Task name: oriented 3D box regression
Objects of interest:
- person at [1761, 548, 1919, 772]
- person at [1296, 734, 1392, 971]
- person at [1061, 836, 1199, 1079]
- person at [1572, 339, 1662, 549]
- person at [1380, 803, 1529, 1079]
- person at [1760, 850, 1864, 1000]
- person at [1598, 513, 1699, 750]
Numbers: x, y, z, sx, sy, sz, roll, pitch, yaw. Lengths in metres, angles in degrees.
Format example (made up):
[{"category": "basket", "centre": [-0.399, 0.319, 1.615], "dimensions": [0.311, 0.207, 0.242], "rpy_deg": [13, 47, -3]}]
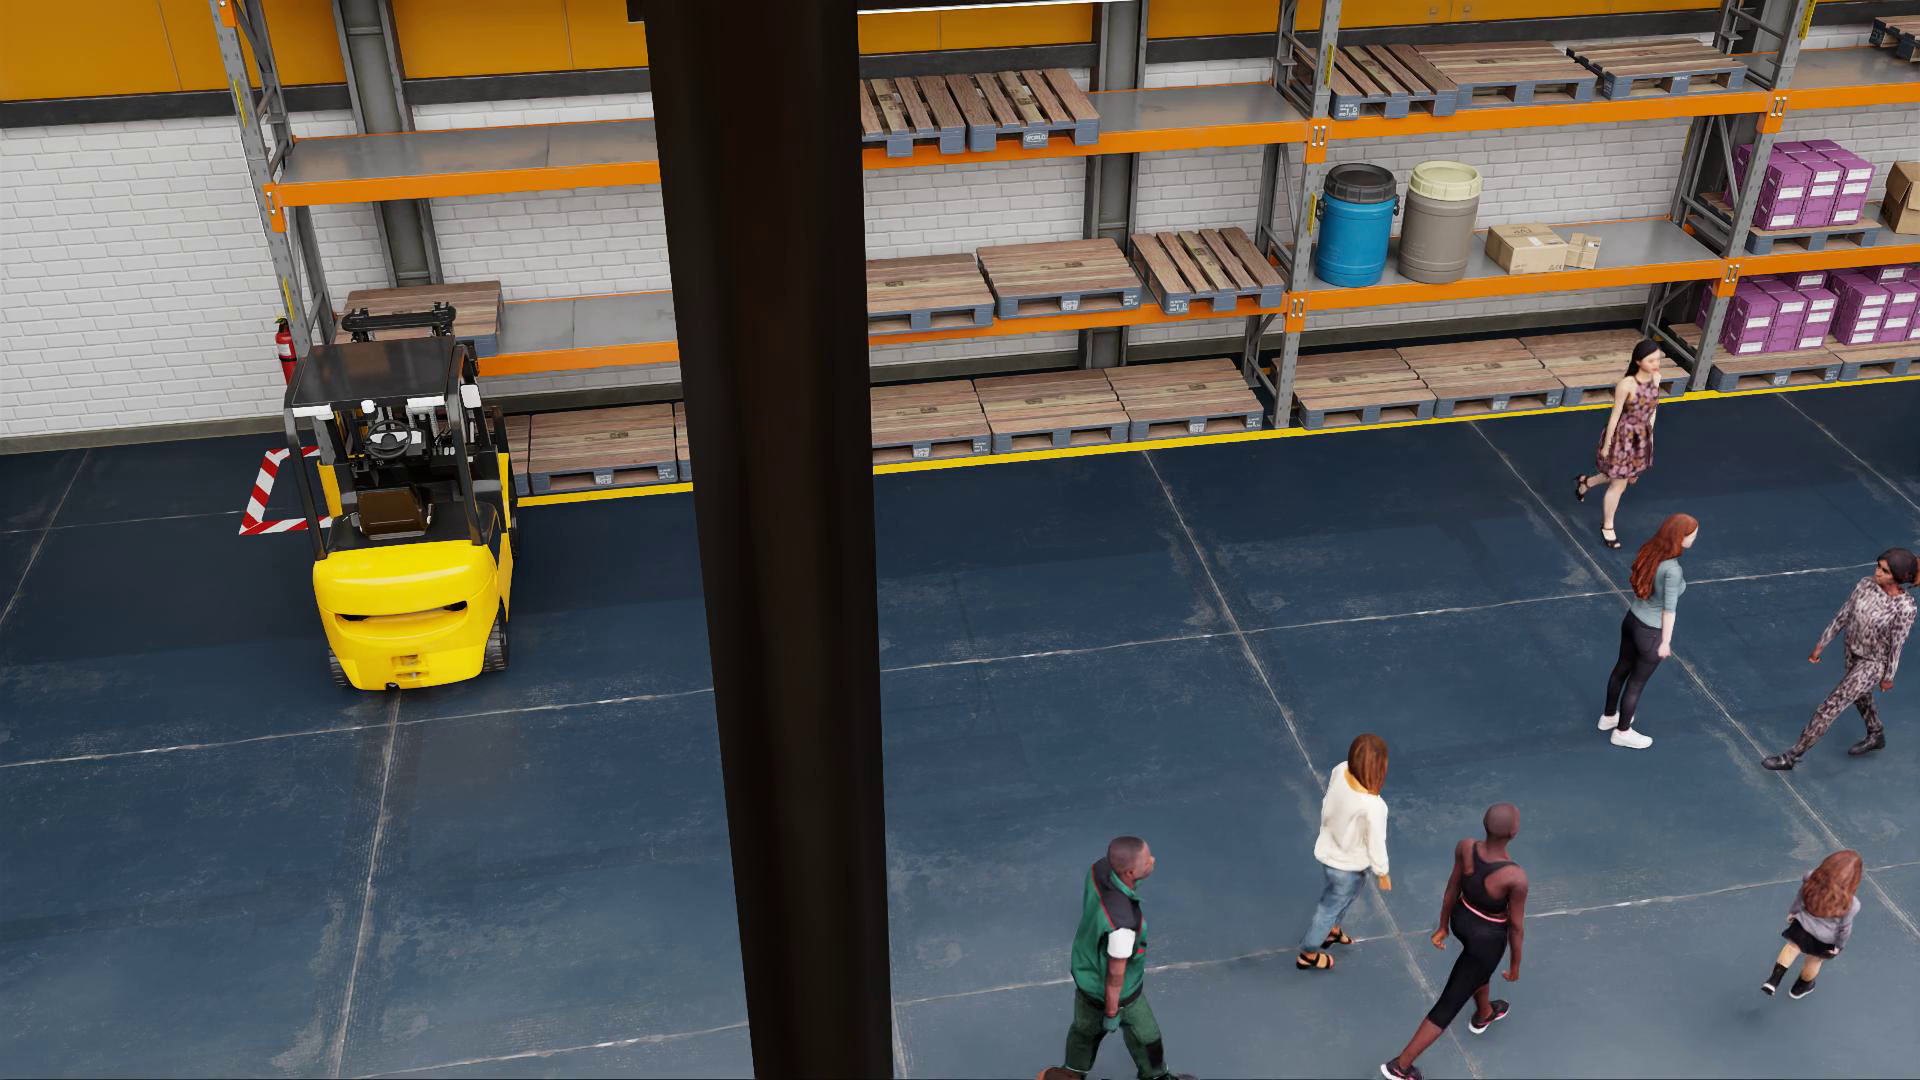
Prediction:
[{"category": "person", "centre": [5.797, 0.779, 10.547], "dimensions": [1.166, 1.661, 0.604], "rpy_deg": [-6, 34, -9]}, {"category": "person", "centre": [2.018, 1.738, 9.096], "dimensions": [0.612, 1.670, 0.629], "rpy_deg": [-4, 34, -6]}, {"category": "person", "centre": [0.663, 2.191, 8.284], "dimensions": [0.943, 1.815, 0.697], "rpy_deg": [-6, 34, -8]}, {"category": "person", "centre": [5.061, -0.770, 12.790], "dimensions": [0.895, 1.758, 0.855], "rpy_deg": [-16, 37, -23]}, {"category": "person", "centre": [2.563, 2.095, 8.516], "dimensions": [1.298, 1.718, 0.962], "rpy_deg": [-19, 38, -26]}, {"category": "person", "centre": [4.636, 2.112, 9.050], "dimensions": [0.717, 1.097, 0.617], "rpy_deg": [-22, 39, -29]}, {"category": "person", "centre": [4.447, 0.578, 10.774], "dimensions": [0.551, 1.744, 0.589], "rpy_deg": [-3, 34, -5]}]
